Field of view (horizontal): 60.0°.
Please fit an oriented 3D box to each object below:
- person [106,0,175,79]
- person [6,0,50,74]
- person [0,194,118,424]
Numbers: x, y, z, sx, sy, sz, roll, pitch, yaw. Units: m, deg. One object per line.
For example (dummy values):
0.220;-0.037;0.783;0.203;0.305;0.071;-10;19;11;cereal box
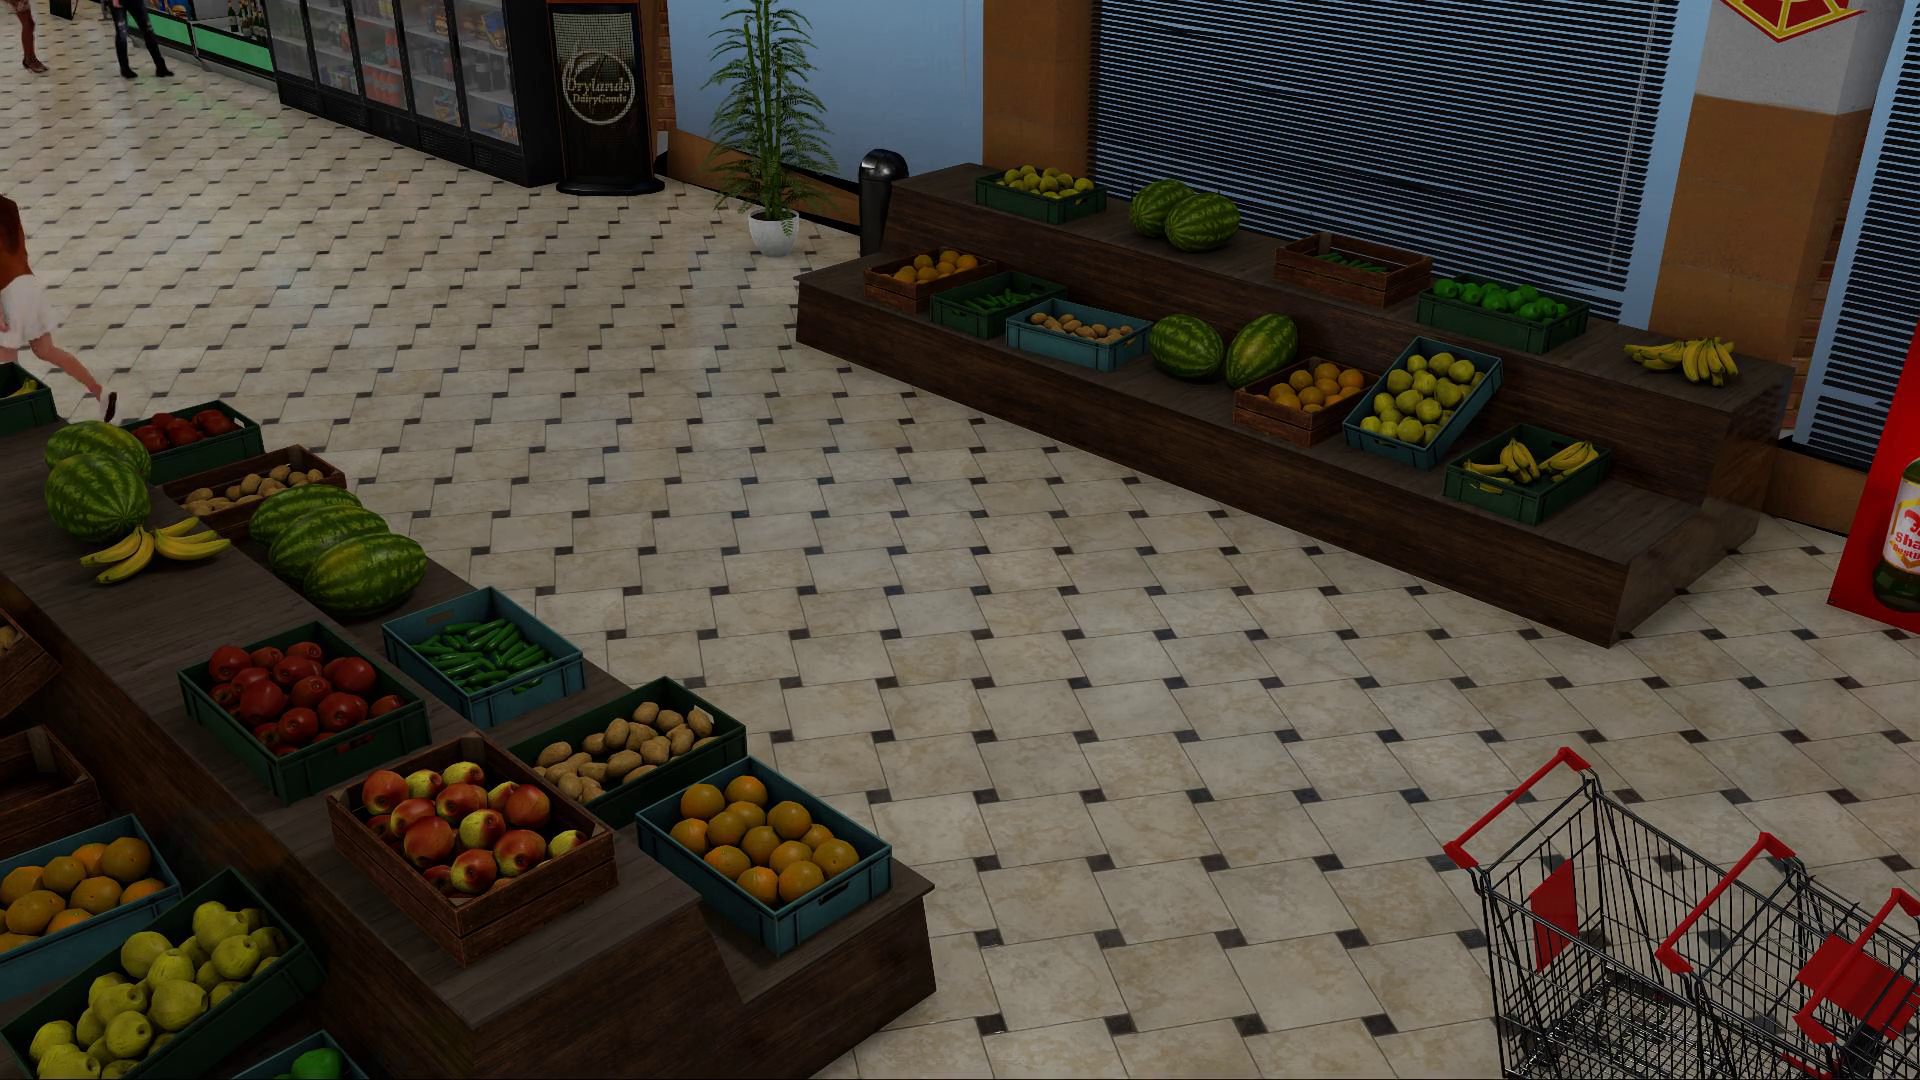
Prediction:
-9.774;-6.307;19.311;1.065;1.872;0.823;16;31;29;person
-11.172;-6.430;19.646;0.750;1.788;0.637;-8;28;-15;person
-5.533;-1.421;9.868;1.110;1.698;0.958;5;27;9;person
